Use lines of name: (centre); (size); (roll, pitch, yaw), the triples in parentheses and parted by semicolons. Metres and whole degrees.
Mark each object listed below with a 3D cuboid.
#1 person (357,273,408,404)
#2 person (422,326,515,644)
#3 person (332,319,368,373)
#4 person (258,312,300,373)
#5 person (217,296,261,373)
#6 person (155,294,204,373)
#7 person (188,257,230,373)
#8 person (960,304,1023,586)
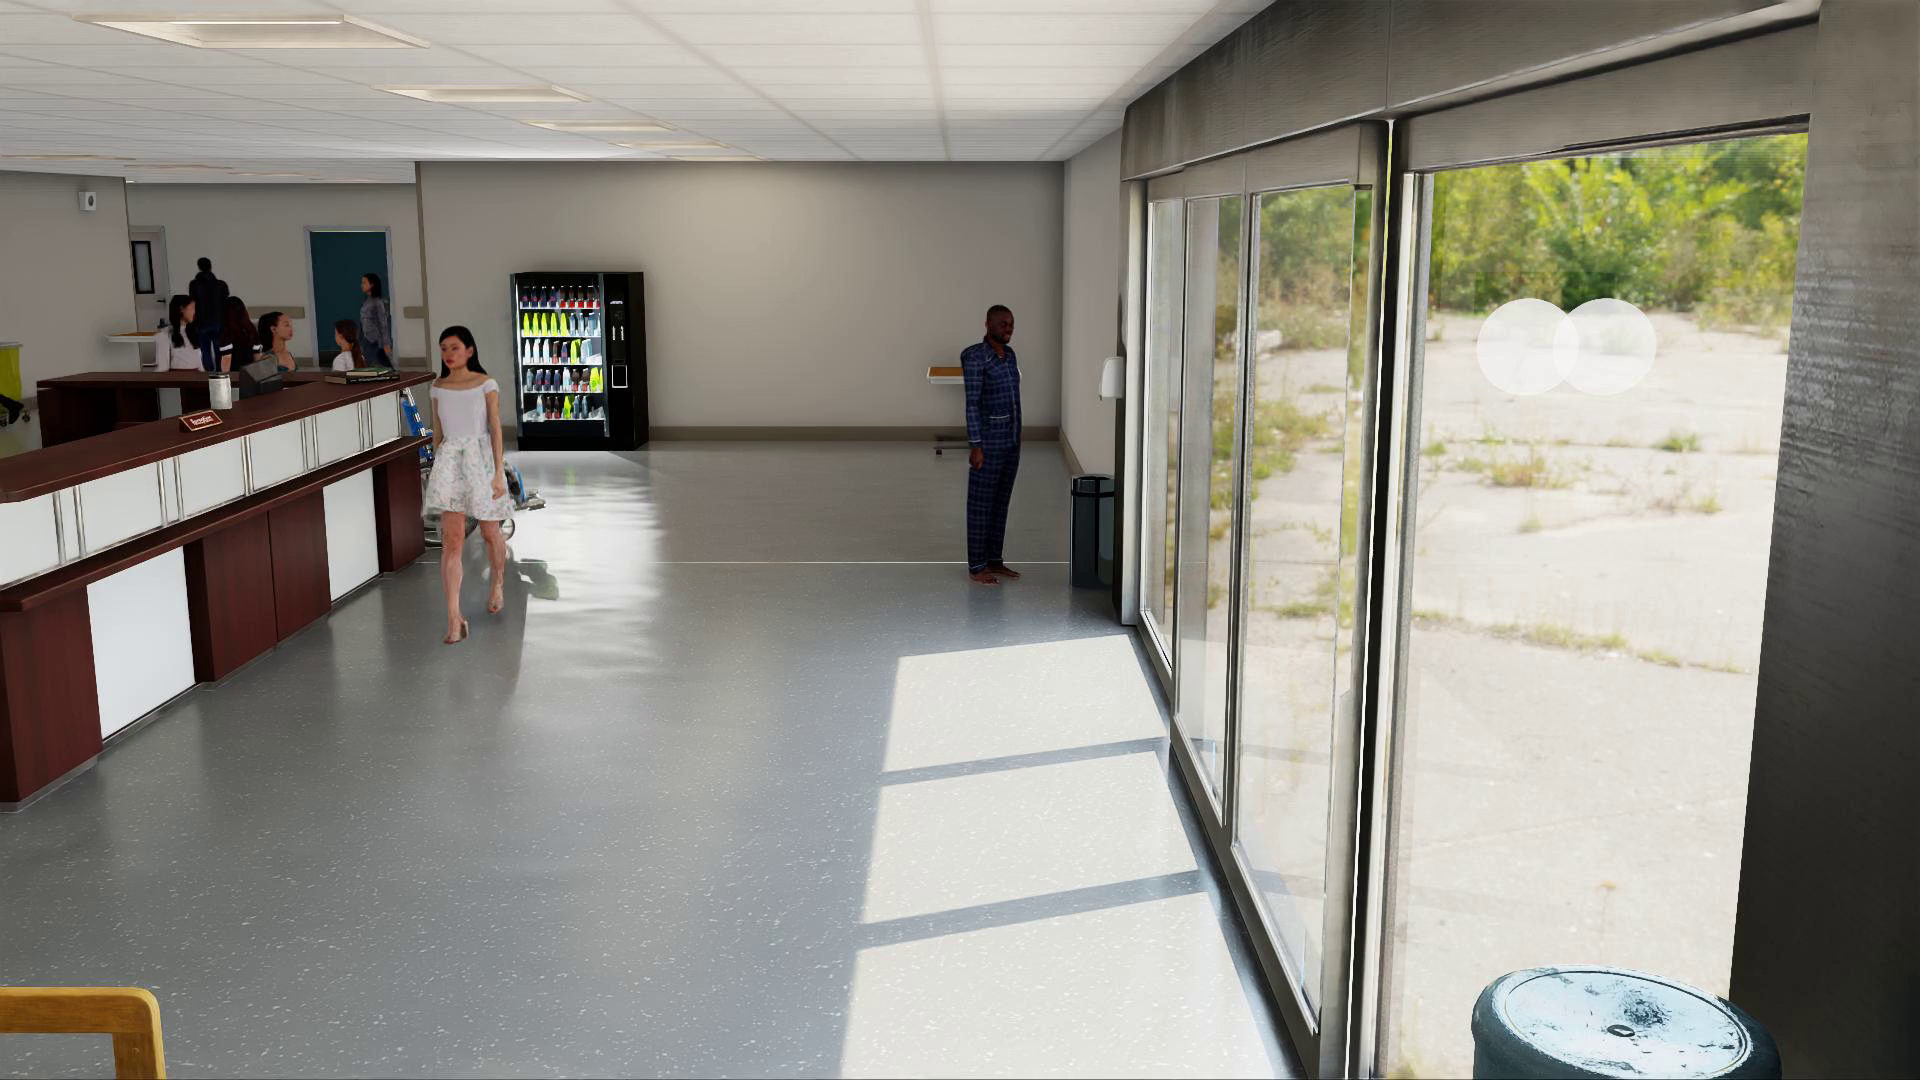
person: (-7.357, -2.506, 21.177); (1.239, 1.678, 1.088); (-8, 13, -37)
person: (-2.761, -0.315, 9.514); (1.096, 1.723, 0.670); (0, 11, 0)
person: (-5.121, -1.093, 14.045); (0.593, 1.562, 0.592); (3, 11, 15)
person: (-5.103, -0.866, 12.518); (0.590, 1.685, 0.588); (1, 11, 7)
person: (-7.138, -1.602, 16.521); (0.732, 1.639, 0.707); (6, 12, 29)
person: (-6.597, -1.201, 14.165); (0.914, 1.729, 0.819); (9, 14, 39)
person: (-10.497, -3.004, 23.296); (0.746, 1.868, 0.873); (-5, 12, -23)
person: (0.218, -0.650, 11.003); (0.800, 1.825, 0.767); (8, 13, 36)
